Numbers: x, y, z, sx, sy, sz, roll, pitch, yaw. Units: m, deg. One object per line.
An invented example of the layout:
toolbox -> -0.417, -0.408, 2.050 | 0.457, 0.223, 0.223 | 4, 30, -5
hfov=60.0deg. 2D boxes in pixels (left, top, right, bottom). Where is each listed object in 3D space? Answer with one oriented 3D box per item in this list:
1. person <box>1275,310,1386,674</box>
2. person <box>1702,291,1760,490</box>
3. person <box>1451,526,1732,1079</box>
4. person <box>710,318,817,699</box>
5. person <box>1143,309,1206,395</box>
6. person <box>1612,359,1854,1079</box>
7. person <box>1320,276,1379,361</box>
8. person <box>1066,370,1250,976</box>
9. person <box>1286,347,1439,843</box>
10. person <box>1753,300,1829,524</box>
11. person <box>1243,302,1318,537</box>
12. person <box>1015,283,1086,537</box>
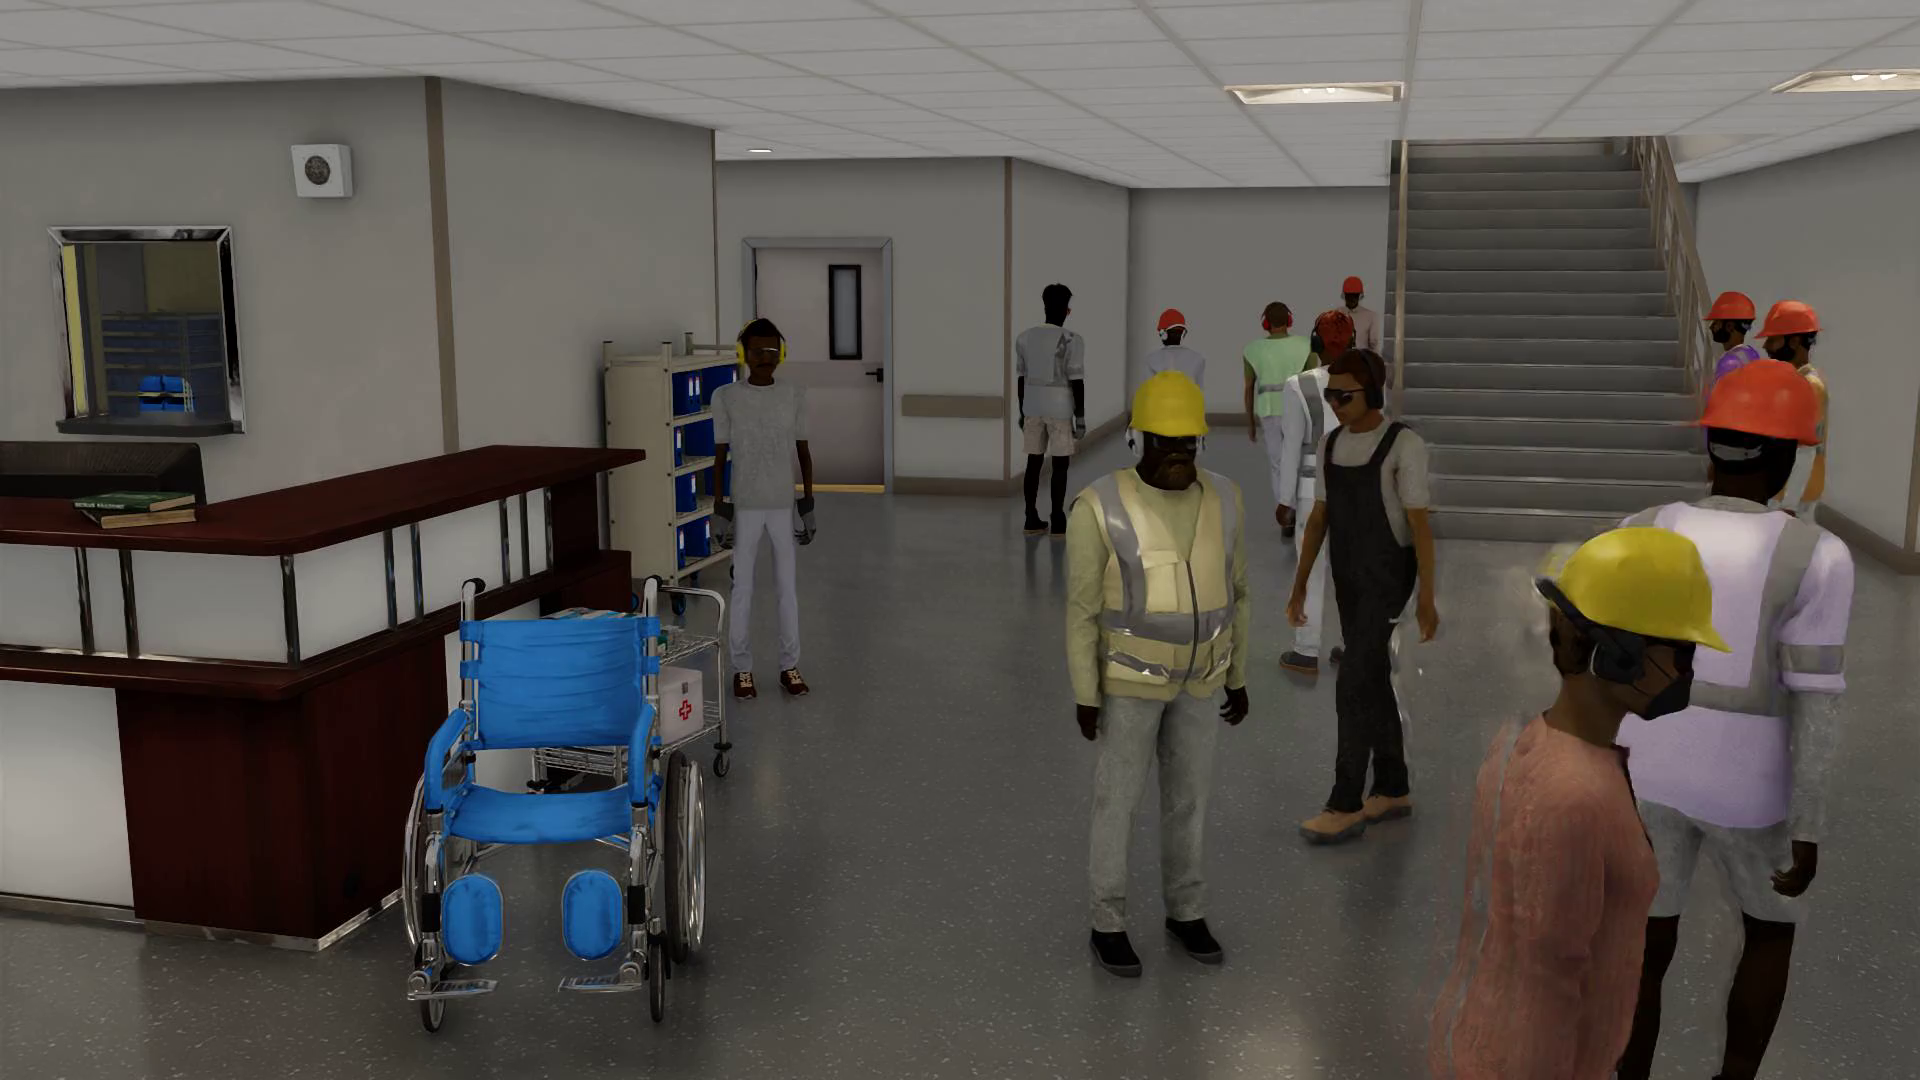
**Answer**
person -> 1.904, -0.241, 8.598 | 0.575, 1.883, 0.355 | -3, 10, -16
person -> 4.777, -0.573, 10.385 | 0.377, 1.938, 0.547 | 7, 12, 35
person -> 0.947, 0.844, 2.596 | 0.395, 1.740, 0.544 | 3, 10, 19
person -> -0.955, -0.149, 8.130 | 0.508, 1.862, 0.325 | -3, 10, -16
person -> 1.636, -0.920, 12.967 | 0.573, 1.750, 0.332 | -5, 11, -26
person -> 1.726, 0.550, 3.824 | 0.556, 1.914, 0.522 | 9, 13, 43
person -> 4.339, -1.961, 18.529 | 0.629, 1.959, 0.974 | 4, 10, 21
person -> 0.609, 0.402, 5.001 | 0.598, 1.826, 0.404 | -4, 10, -22
person -> 1.433, 0.202, 6.176 | 0.751, 1.811, 0.554 | -5, 11, -27
person -> 4.224, -0.255, 8.563 | 0.392, 1.931, 0.550 | 3, 10, 17
person -> 2.498, -0.925, 12.831 | 0.653, 1.808, 0.462 | 3, 10, 15
person -> 0.709, -0.993, 12.824 | 0.610, 1.954, 0.387 | 7, 12, 36
